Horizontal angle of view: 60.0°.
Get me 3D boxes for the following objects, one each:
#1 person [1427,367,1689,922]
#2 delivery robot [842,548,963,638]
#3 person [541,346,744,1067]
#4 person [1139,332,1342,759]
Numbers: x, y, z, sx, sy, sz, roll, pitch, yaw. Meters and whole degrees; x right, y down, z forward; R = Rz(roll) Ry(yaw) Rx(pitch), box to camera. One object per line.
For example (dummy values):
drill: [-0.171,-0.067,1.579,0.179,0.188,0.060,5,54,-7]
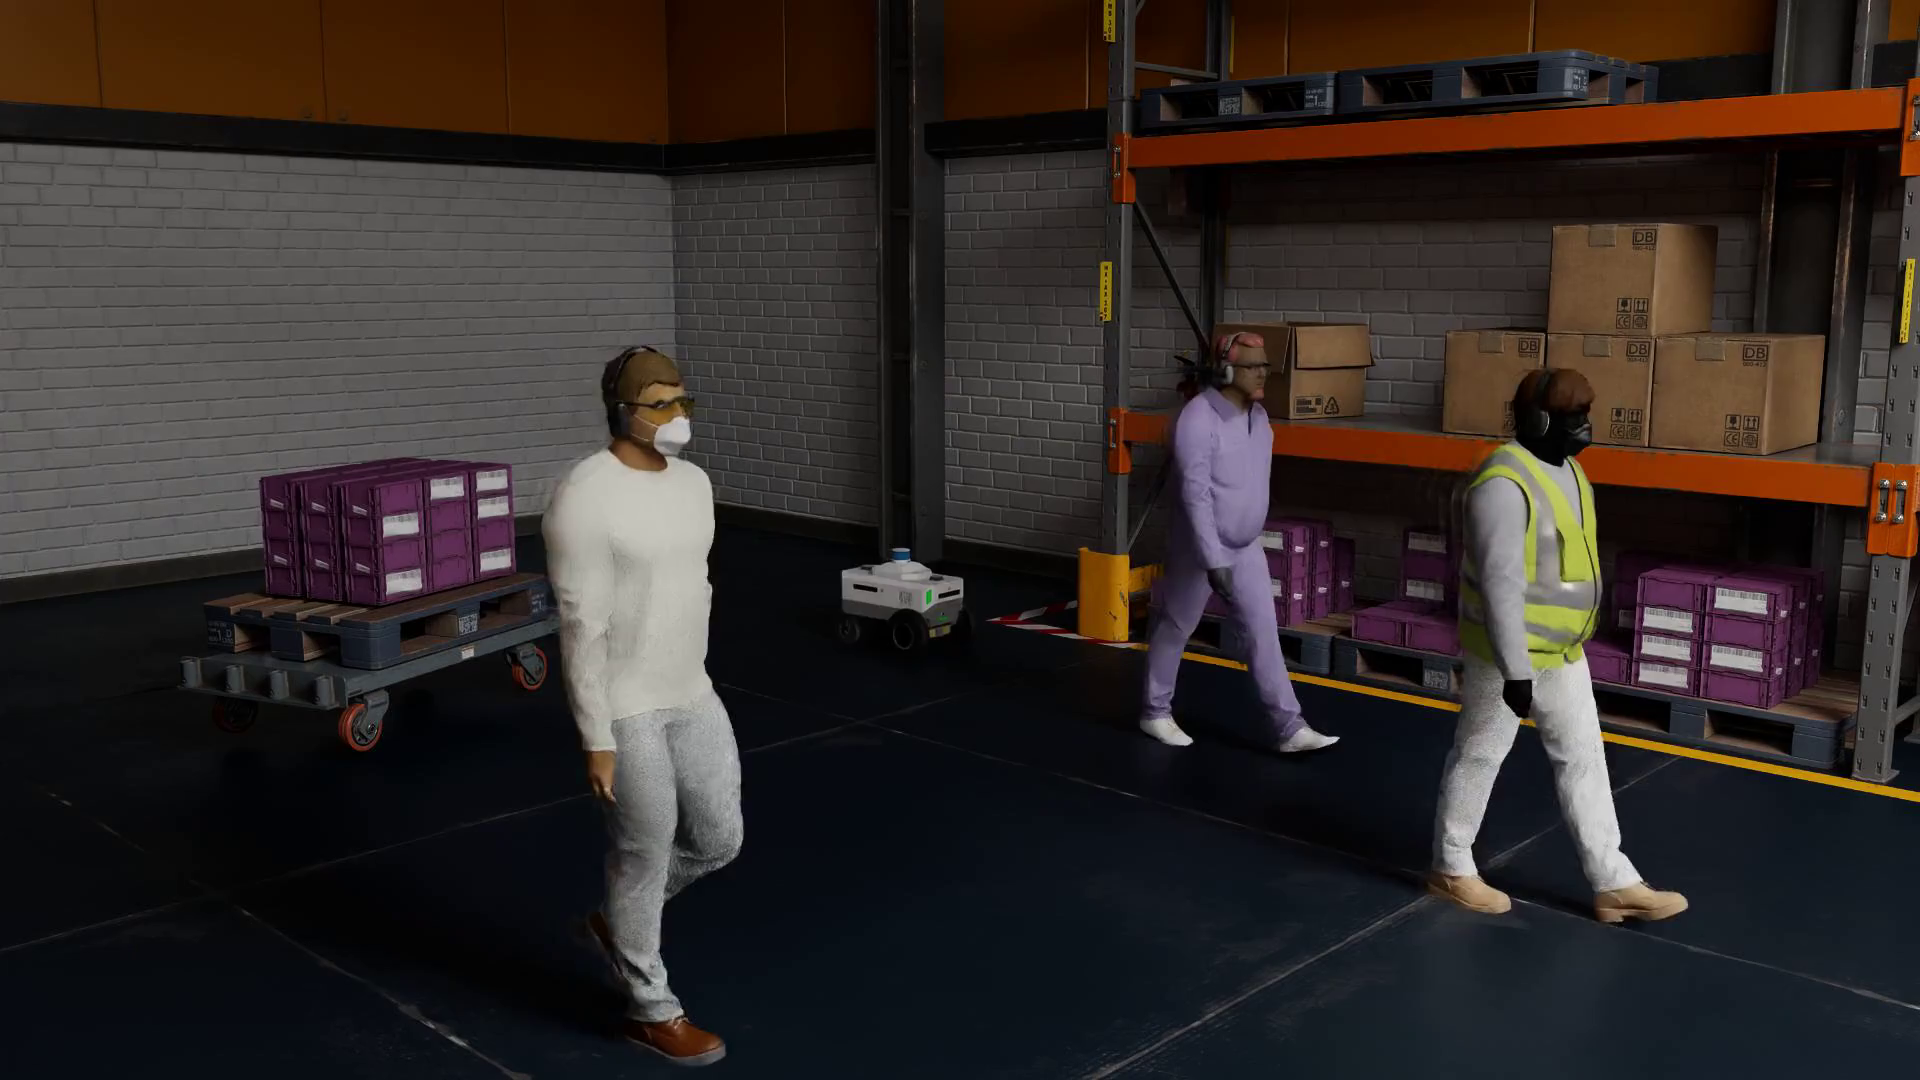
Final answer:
person: [1.918,0.363,5.300,0.879,1.802,0.665,9,13,43]
delivery robot: [-0.328,0.288,9.301,0.707,0.478,0.477,8,12,39]
person: [-0.853,0.447,4.433,0.499,1.924,0.632,6,11,30]
person: [1.170,0.038,7.158,0.641,1.845,1.008,-8,12,-42]
